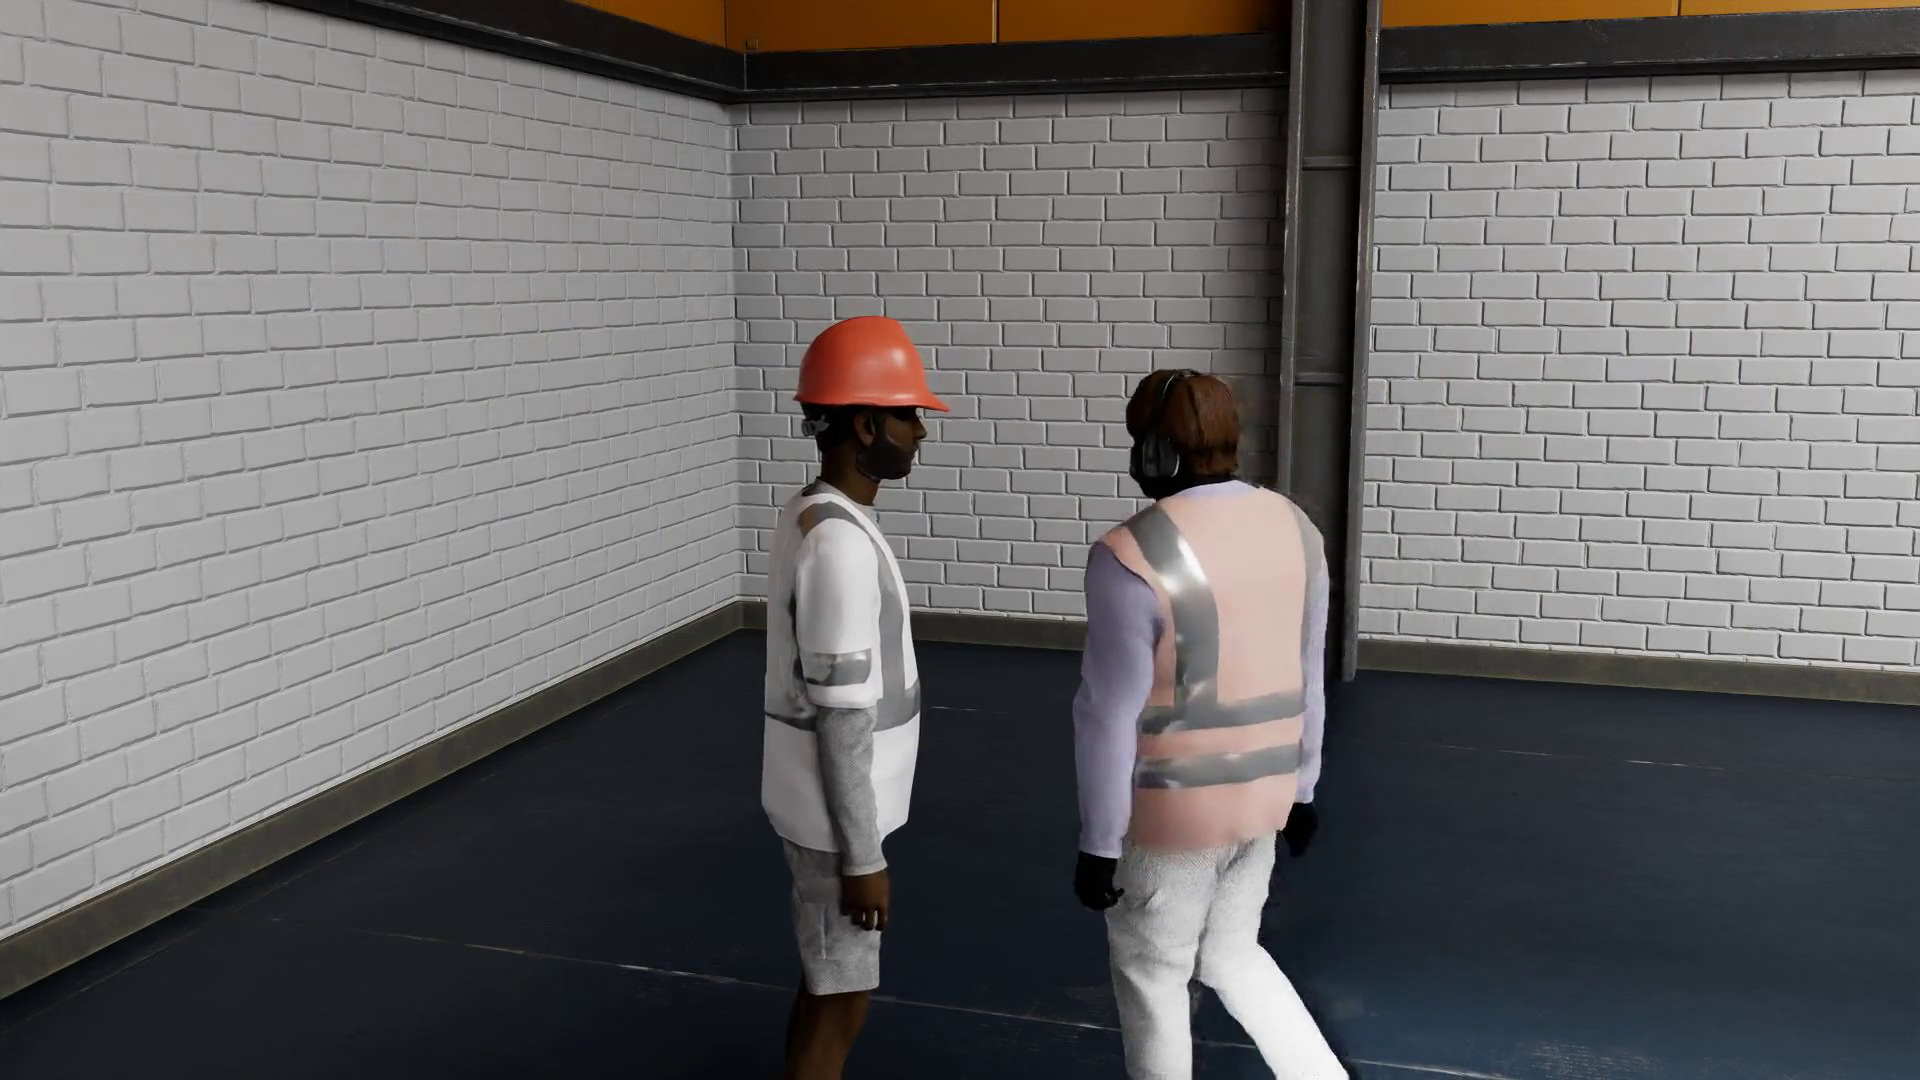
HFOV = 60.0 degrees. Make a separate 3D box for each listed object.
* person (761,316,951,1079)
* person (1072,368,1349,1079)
[{"bbox_3d":[-0.208,0.524,3.338,0.390,1.930,0.544,-1,9,-6],"label":"person"},{"bbox_3d":[0.546,0.564,3.427,0.643,1.824,0.608,-8,12,-39],"label":"person"}]
